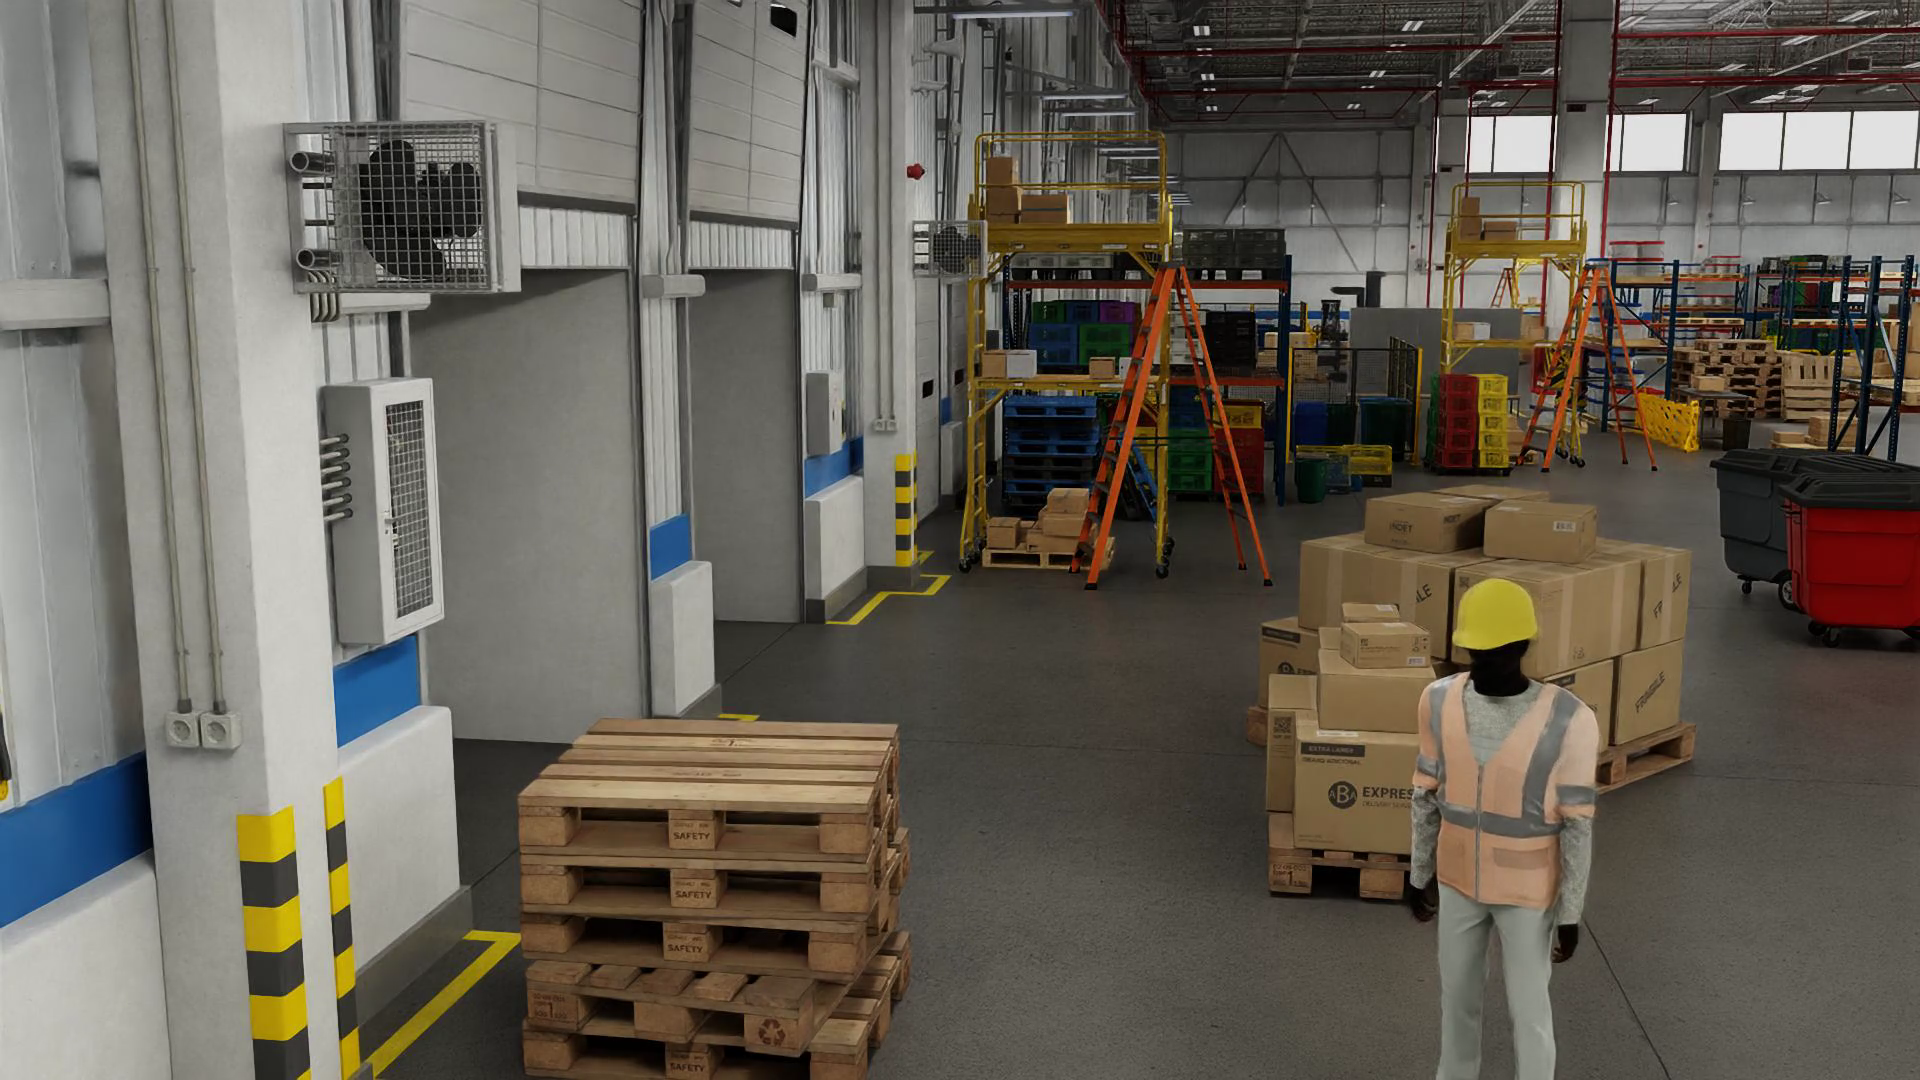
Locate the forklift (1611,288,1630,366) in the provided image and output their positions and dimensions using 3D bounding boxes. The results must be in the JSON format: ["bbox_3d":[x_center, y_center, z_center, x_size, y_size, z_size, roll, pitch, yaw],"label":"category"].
[{"bbox_3d":[17.816,-6.092,46.339,1.873,2.768,1.129,-5,11,-30],"label":"forklift"}]

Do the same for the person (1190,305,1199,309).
[{"bbox_3d":[6.268,-5.346,44.670,0.544,1.930,0.389,-5,10,-28],"label":"person"}]

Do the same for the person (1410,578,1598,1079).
[{"bbox_3d":[1.660,1.061,5.192,0.587,1.918,0.398,9,13,43],"label":"person"}]

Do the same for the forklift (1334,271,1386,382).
[{"bbox_3d":[10.436,-5.400,42.069,1.873,2.768,1.129,1,9,9],"label":"forklift"}]

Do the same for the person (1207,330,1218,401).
[{"bbox_3d":[5.289,-3.641,35.070,0.313,1.634,0.515,-4,10,-26],"label":"person"}]

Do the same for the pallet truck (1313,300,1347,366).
[{"bbox_3d":[11.159,-6.200,49.718,0.823,1.965,1.885,4,10,26],"label":"pallet truck"}]
